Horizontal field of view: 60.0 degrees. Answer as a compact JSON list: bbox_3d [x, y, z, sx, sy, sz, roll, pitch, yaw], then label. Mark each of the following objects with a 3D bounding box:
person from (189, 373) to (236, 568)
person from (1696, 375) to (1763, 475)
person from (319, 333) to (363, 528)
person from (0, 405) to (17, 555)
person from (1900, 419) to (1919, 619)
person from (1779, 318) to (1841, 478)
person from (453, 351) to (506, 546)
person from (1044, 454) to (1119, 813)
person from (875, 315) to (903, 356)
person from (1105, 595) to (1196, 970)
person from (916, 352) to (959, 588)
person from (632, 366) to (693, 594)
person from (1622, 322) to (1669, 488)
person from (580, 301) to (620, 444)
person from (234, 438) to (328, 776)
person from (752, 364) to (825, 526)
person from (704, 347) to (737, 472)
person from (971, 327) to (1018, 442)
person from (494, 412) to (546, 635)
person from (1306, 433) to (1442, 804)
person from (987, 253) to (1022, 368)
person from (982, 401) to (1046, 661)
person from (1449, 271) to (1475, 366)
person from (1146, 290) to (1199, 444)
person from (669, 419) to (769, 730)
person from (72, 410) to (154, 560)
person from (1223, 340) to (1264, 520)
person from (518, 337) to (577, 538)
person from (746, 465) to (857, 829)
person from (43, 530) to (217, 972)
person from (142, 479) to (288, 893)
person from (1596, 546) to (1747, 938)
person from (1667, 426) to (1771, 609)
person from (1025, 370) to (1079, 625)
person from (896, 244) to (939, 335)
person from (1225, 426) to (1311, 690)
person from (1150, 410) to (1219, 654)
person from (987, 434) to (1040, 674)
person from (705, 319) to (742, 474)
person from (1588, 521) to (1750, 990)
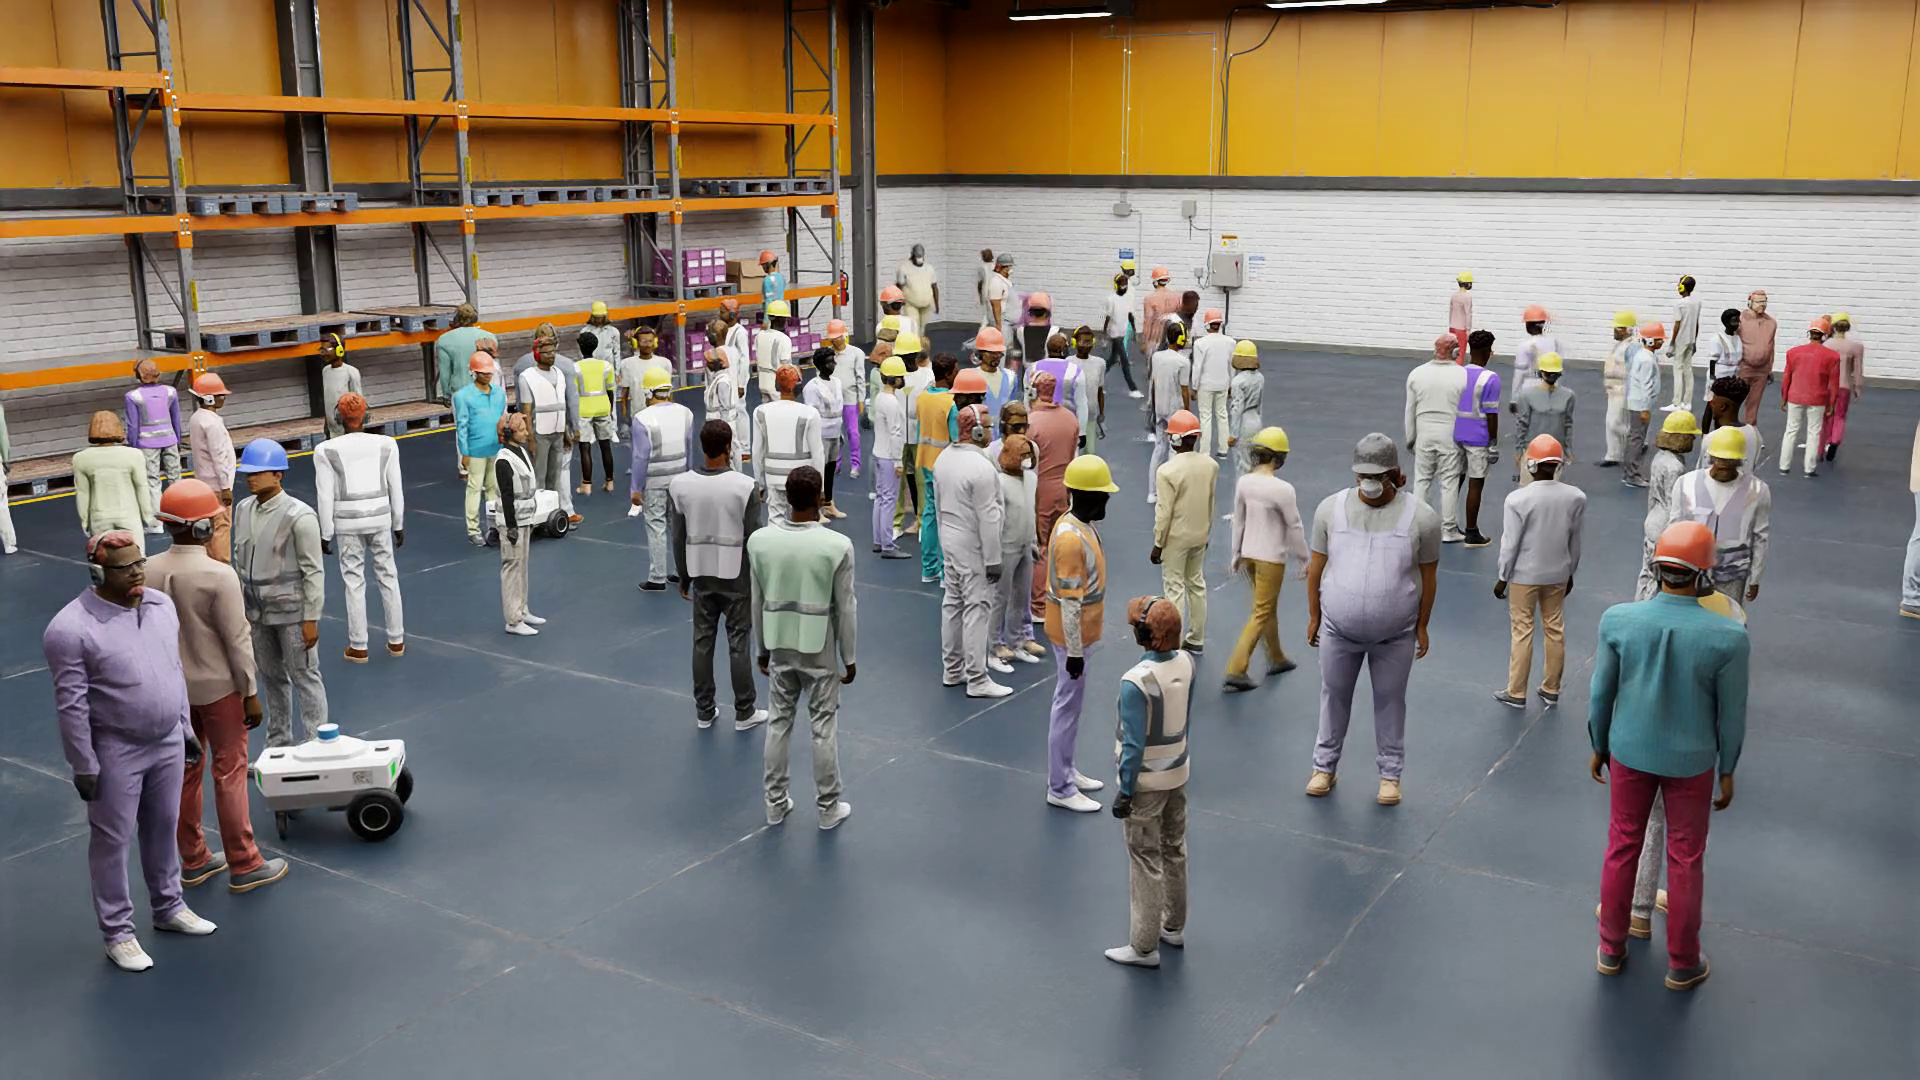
[{"bbox_3d":[-6.035,-0.482,13.524,0.324,1.752,0.561,-11,17,-39],"label":"person"},{"bbox_3d":[5.379,-0.188,11.785,0.611,1.965,0.362,-10,16,-37],"label":"person"},{"bbox_3d":[-5.774,-1.008,15.557,0.535,1.868,0.309,8,15,31],"label":"person"},{"bbox_3d":[-8.558,-0.649,14.496,0.515,1.641,0.314,-9,16,-34],"label":"person"},{"bbox_3d":[7.417,-0.397,12.627,0.377,1.995,0.608,8,15,32],"label":"person"},{"bbox_3d":[9.302,-1.555,18.209,0.577,1.738,0.354,10,16,36],"label":"person"},{"bbox_3d":[-4.286,-0.835,15.058,0.341,1.750,0.566,9,16,33],"label":"person"},{"bbox_3d":[0.648,0.488,8.938,0.385,1.925,0.592,2,13,8],"label":"person"},{"bbox_3d":[-0.800,-1.659,18.686,0.322,1.728,0.487,-3,13,-13],"label":"person"},{"bbox_3d":[0.832,1.038,7.181,0.307,1.639,0.525,10,16,36],"label":"person"},{"bbox_3d":[-0.144,-0.567,13.535,0.392,1.919,0.593,-9,16,-35],"label":"person"},{"bbox_3d":[-2.404,-0.483,13.357,0.404,1.831,0.600,10,16,37],"label":"person"},{"bbox_3d":[7.291,-1.444,17.695,0.341,1.752,0.563,4,13,16],"label":"person"},{"bbox_3d":[-4.392,-2.050,20.351,0.484,1.745,0.293,-3,13,-13],"label":"person"},{"bbox_3d":[-3.806,0.392,9.302,0.610,1.950,0.378,6,14,25],"label":"person"},{"bbox_3d":[-1.333,-0.435,13.036,0.583,1.882,0.337,4,14,16],"label":"person"},{"bbox_3d":[-2.355,-1.083,16.382,0.307,1.640,0.517,-3,13,-15],"label":"person"},{"bbox_3d":[0.252,-0.808,14.306,0.608,2.044,0.371,-8,15,-32],"label":"person"},{"bbox_3d":[-3.259,-0.125,12.227,0.306,1.640,0.521,-1,13,-2],"label":"person"},{"bbox_3d":[2.198,0.426,8.959,0.688,2.000,0.536,5,14,20],"label":"person"},{"bbox_3d":[0.682,-3.393,25.524,0.536,2.000,0.683,3,13,12],"label":"person"},{"bbox_3d":[0.360,-0.064,11.550,0.512,1.835,0.363,-10,16,-36],"label":"person"},{"bbox_3d":[7.608,-3.192,25.251,0.328,1.769,0.526,-3,13,-14],"label":"person"},{"bbox_3d":[2.614,-2.103,20.298,0.453,1.874,0.679,12,17,41],"label":"person"},{"bbox_3d":[-1.460,0.219,10.123,0.589,1.919,0.393,3,13,13],"label":"person"},{"bbox_3d":[-6.282,-0.149,12.372,0.504,1.628,0.278,-3,13,-15],"label":"person"},{"bbox_3d":[2.730,-1.051,16.014,0.313,1.744,0.487,11,17,40],"label":"person"},{"bbox_3d":[-3.836,-0.963,15.407,0.389,1.847,0.563,6,14,25],"label":"person"},{"bbox_3d":[-0.821,0.564,8.664,0.584,1.908,0.387,4,14,17],"label":"person"},{"bbox_3d":[-3.574,0.891,7.230,0.406,1.911,0.639,5,14,21],"label":"person"},{"bbox_3d":[-3.574,0.695,7.890,0.610,1.996,0.378,4,14,18],"label":"person"},{"bbox_3d":[3.166,0.871,7.467,0.633,1.841,0.429,-5,14,-21],"label":"person"},{"bbox_3d":[4.758,0.178,10.506,0.592,1.826,0.403,6,14,25],"label":"person"},{"bbox_3d":[0.601,-0.322,12.497,0.403,1.906,0.651,11,17,40],"label":"person"},{"bbox_3d":[-0.690,-4.101,28.593,0.703,2.000,1.003,-5,14,-21],"label":"person"},{"bbox_3d":[2.026,0.114,10.981,0.766,1.739,0.530,-7,15,-28],"label":"person"},{"bbox_3d":[1.536,-0.034,11.580,0.563,1.751,0.329,-11,17,-40],"label":"person"},{"bbox_3d":[0.372,0.080,11.351,0.266,1.631,0.507,10,16,37],"label":"person"},{"bbox_3d":[-2.437,-1.338,17.036,0.328,1.844,0.514,6,14,23],"label":"person"},{"bbox_3d":[2.961,0.899,7.004,0.612,1.994,0.394,9,16,33],"label":"person"}]
